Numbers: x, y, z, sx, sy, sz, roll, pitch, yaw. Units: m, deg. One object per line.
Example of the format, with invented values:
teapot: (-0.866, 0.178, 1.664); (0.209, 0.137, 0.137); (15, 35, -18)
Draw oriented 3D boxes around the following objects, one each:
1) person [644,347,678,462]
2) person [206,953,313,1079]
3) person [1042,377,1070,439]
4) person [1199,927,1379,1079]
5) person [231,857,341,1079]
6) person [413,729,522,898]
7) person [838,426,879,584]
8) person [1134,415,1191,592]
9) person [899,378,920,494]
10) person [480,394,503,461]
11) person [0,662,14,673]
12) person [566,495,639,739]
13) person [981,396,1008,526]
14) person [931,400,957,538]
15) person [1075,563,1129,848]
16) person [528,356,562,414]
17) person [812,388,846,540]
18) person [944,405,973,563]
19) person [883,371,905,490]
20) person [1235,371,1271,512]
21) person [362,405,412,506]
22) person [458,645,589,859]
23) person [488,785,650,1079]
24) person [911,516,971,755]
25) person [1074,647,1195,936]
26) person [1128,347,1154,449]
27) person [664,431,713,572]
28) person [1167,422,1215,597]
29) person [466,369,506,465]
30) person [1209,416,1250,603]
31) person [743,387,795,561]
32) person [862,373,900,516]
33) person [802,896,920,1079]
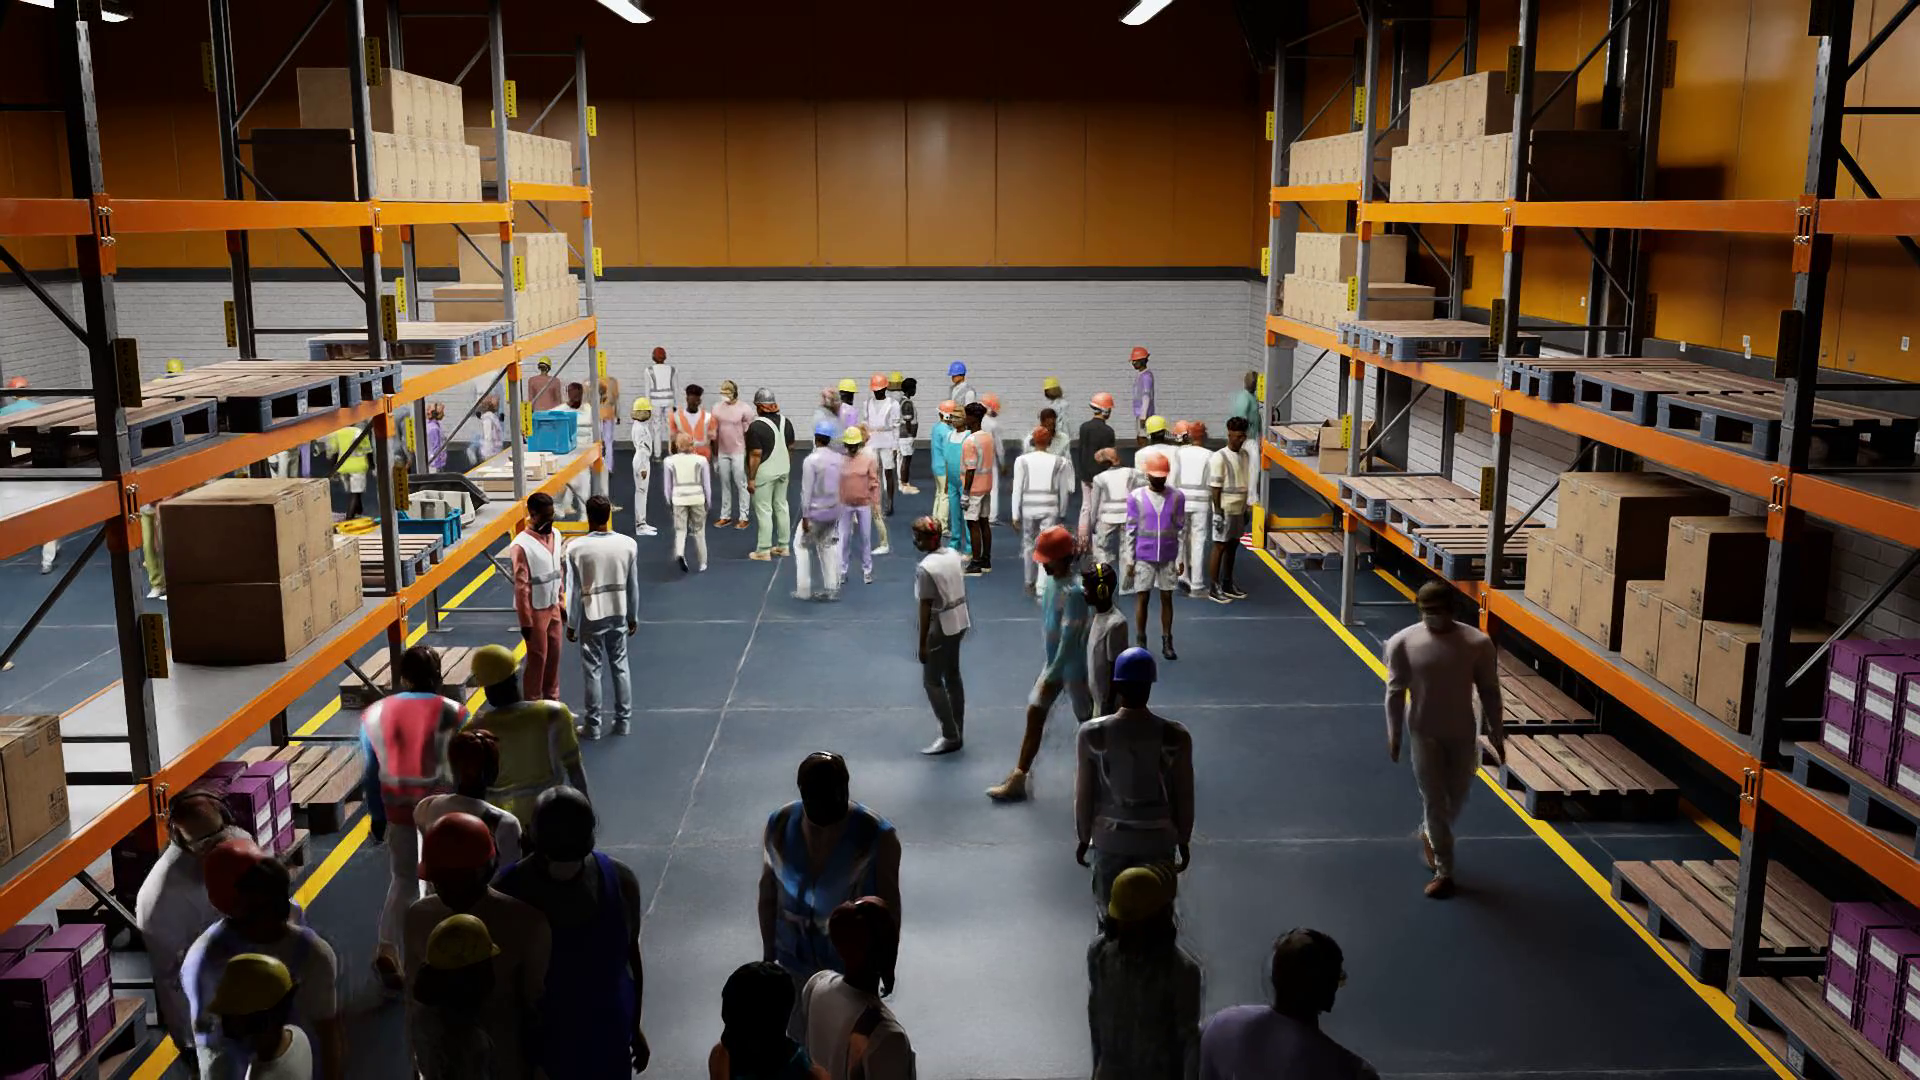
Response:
person: (-4.869, -2.205, 27.124); (0.564, 1.876, 0.365); (-5, 12, -25)
person: (-2.220, 2.176, 5.428); (0.324, 1.764, 0.522); (-3, 12, -14)
person: (1.446, -1.527, 24.128); (0.705, 1.710, 0.517); (-10, 15, -42)
person: (1.157, 2.125, 5.345); (0.977, 1.893, 0.639); (-9, 14, -37)
person: (-2.472, 1.999, 6.145); (0.507, 1.830, 0.519); (3, 12, 15)
person: (-2.124, 1.748, 7.296); (0.579, 1.877, 0.359); (6, 13, 27)
person: (-1.157, -0.379, 18.249); (0.527, 1.756, 0.347); (-1, 11, -6)
person: (2.192, -0.385, 17.957); (0.613, 1.895, 0.749); (-1, 11, -7)
person: (-0.752, -1.510, 24.087); (0.328, 1.690, 0.535); (-1, 11, -4)
person: (-6.350, -1.172, 22.544); (0.391, 1.622, 0.531); (-2, 11, -8)
person: (-8.727, 0.284, 14.740); (0.502, 1.837, 0.349); (5, 12, 25)
person: (-2.774, 0.602, 12.967); (0.597, 1.907, 0.405); (-8, 14, -36)
person: (0.351, -1.034, 21.682); (0.346, 1.703, 0.619); (-7, 13, -32)
person: (-0.174, -0.891, 20.867); (0.354, 1.737, 0.573); (-3, 12, -15)
person: (0.921, 1.062, 10.790); (0.344, 1.856, 0.525); (-1, 11, -6)
person: (-6.670, -2.078, 26.781); (0.535, 1.753, 0.341); (-1, 11, -4)
person: (-1.641, -0.956, 20.829); (0.462, 1.887, 0.711); (4, 12, 18)
person: (0.002, -0.658, 19.421); (0.343, 1.846, 0.507); (-11, 16, -43)
person: (-0.944, -1.604, 24.430); (0.492, 1.740, 0.325); (5, 12, 22)
person: (3.939, -1.362, 22.784); (0.663, 1.907, 0.643); (3, 12, 16)
person: (-7.404, -1.118, 21.570); (0.635, 1.902, 0.738); (-2, 11, -10)
person: (-2.250, 1.458, 8.682); (0.692, 1.893, 0.579); (-5, 12, -25)
person: (-1.462, 1.877, 6.220); (0.673, 2.000, 0.535); (-7, 13, -30)
person: (-0.122, 0.709, 12.646); (0.420, 1.824, 0.722); (5, 12, 25)
person: (0.875, 1.497, 8.385); (0.604, 1.937, 0.402); (1, 11, 6)
person: (2.747, -1.919, 25.303); (0.406, 2.029, 0.608); (-1, 11, -4)
person: (-3.066, -0.404, 18.729); (0.541, 1.621, 0.539); (0, 11, -2)
person: (2.498, -0.339, 17.823); (0.670, 1.855, 0.619); (5, 12, 22)
person: (-7.564, -2.116, 26.621); (0.599, 1.893, 0.750); (6, 13, 29)
person: (2.849, -0.329, 17.474); (0.367, 1.963, 0.609); (10, 15, 41)
person: (-2.295, -0.787, 19.578); (0.536, 2.000, 0.688); (9, 14, 37)
person: (-1.073, -1.278, 22.321); (0.542, 1.930, 0.366); (4, 12, 21)
person: (-0.307, 2.088, 5.555); (0.356, 1.884, 0.574); (-8, 14, -34)
